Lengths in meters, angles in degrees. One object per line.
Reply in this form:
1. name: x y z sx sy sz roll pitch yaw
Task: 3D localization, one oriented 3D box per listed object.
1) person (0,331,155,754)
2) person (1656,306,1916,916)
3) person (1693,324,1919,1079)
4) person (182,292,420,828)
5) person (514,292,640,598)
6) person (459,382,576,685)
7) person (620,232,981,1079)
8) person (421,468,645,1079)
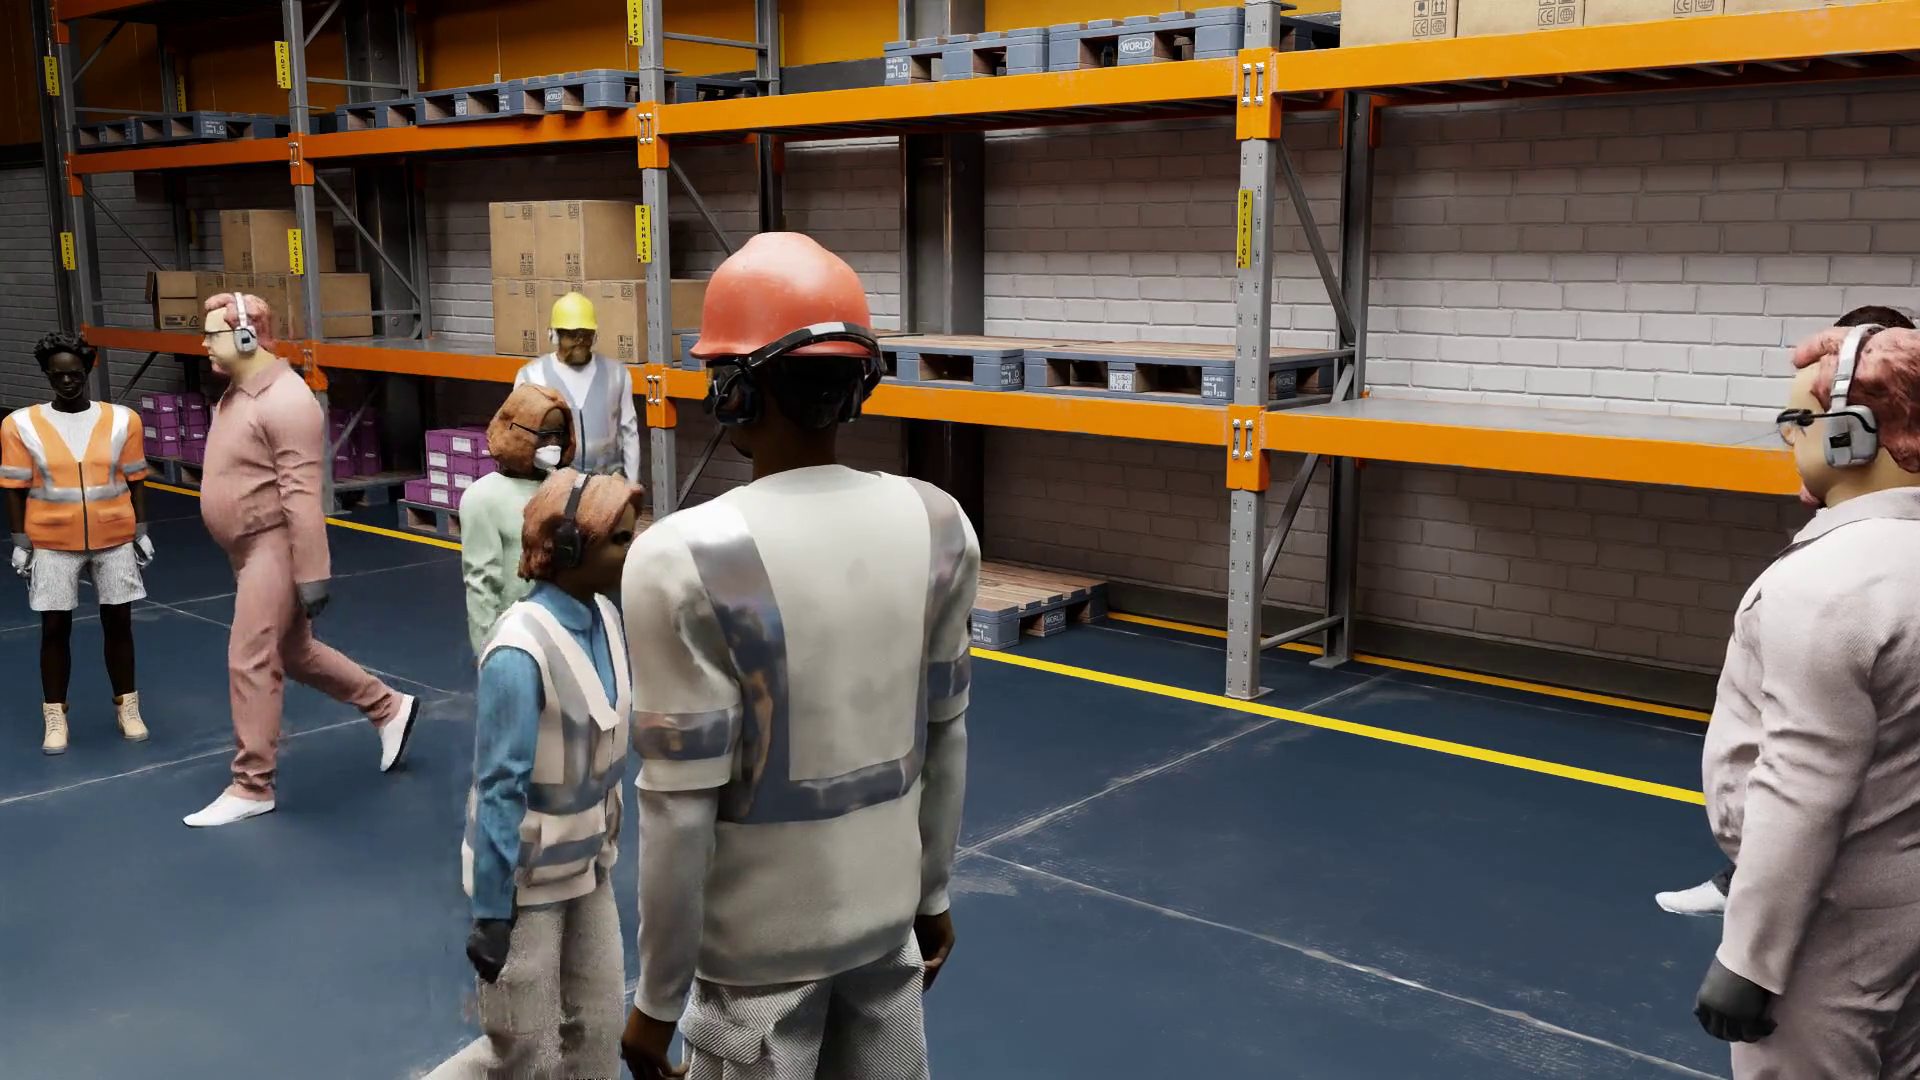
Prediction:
1. person: -3.543 0.008 6.713 0.540 1.695 0.317 -7 12 -34
2. person: 2.660 0.268 4.763 1.014 1.872 0.611 3 10 15
3. person: 1.428 0.602 2.747 0.641 1.905 0.410 -8 13 -38
4. person: -2.415 0.043 6.026 0.854 1.877 0.645 -8 13 -38
5. person: -1.891 -0.315 8.218 0.601 1.815 0.605 -4 11 -21
6. person: -1.272 0.344 4.982 0.282 1.633 0.498 5 11 26
7. person: -0.254 0.567 2.544 0.615 2.042 0.372 -9 14 -43
8. person: -0.909 0.654 3.277 0.603 1.609 0.533 2 10 9
